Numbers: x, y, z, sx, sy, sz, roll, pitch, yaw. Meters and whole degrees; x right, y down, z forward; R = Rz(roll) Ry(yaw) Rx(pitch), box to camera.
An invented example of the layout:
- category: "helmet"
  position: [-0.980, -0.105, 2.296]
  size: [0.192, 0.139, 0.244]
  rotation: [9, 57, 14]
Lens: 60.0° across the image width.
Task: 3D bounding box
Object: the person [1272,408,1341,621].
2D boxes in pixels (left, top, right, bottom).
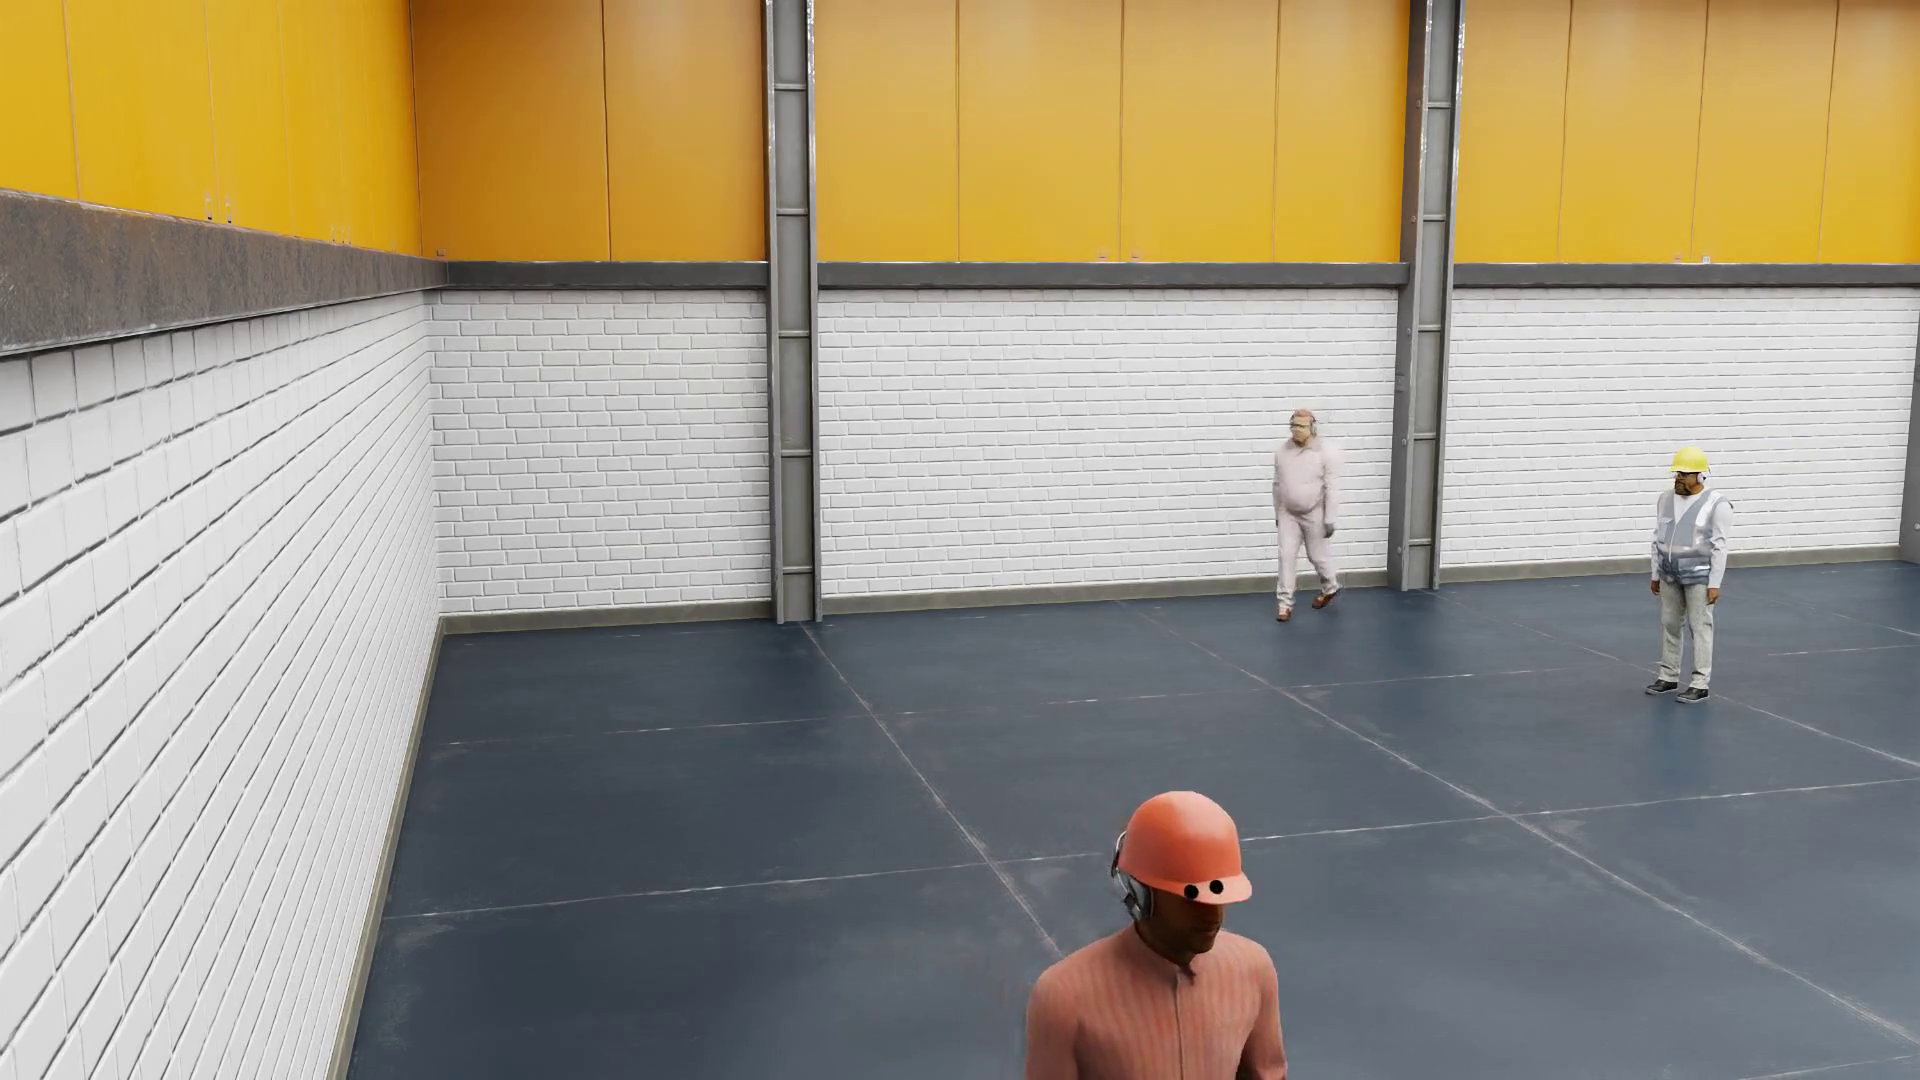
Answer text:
- category: "person"
  position: [3.069, -0.248, 14.702]
  size: [0.650, 1.877, 0.824]
  rotation: [6, 11, 33]

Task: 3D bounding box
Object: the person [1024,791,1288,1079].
- category: "person"
  position: [0.470, 1.497, 3.502]
  size: [0.649, 1.966, 0.721]
  rotation: [-5, 10, -28]

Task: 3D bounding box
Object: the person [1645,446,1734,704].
- category: "person"
  position: [5.149, 0.242, 11.803]
  size: [0.404, 1.824, 0.586]
  rotation: [-5, 11, -30]
